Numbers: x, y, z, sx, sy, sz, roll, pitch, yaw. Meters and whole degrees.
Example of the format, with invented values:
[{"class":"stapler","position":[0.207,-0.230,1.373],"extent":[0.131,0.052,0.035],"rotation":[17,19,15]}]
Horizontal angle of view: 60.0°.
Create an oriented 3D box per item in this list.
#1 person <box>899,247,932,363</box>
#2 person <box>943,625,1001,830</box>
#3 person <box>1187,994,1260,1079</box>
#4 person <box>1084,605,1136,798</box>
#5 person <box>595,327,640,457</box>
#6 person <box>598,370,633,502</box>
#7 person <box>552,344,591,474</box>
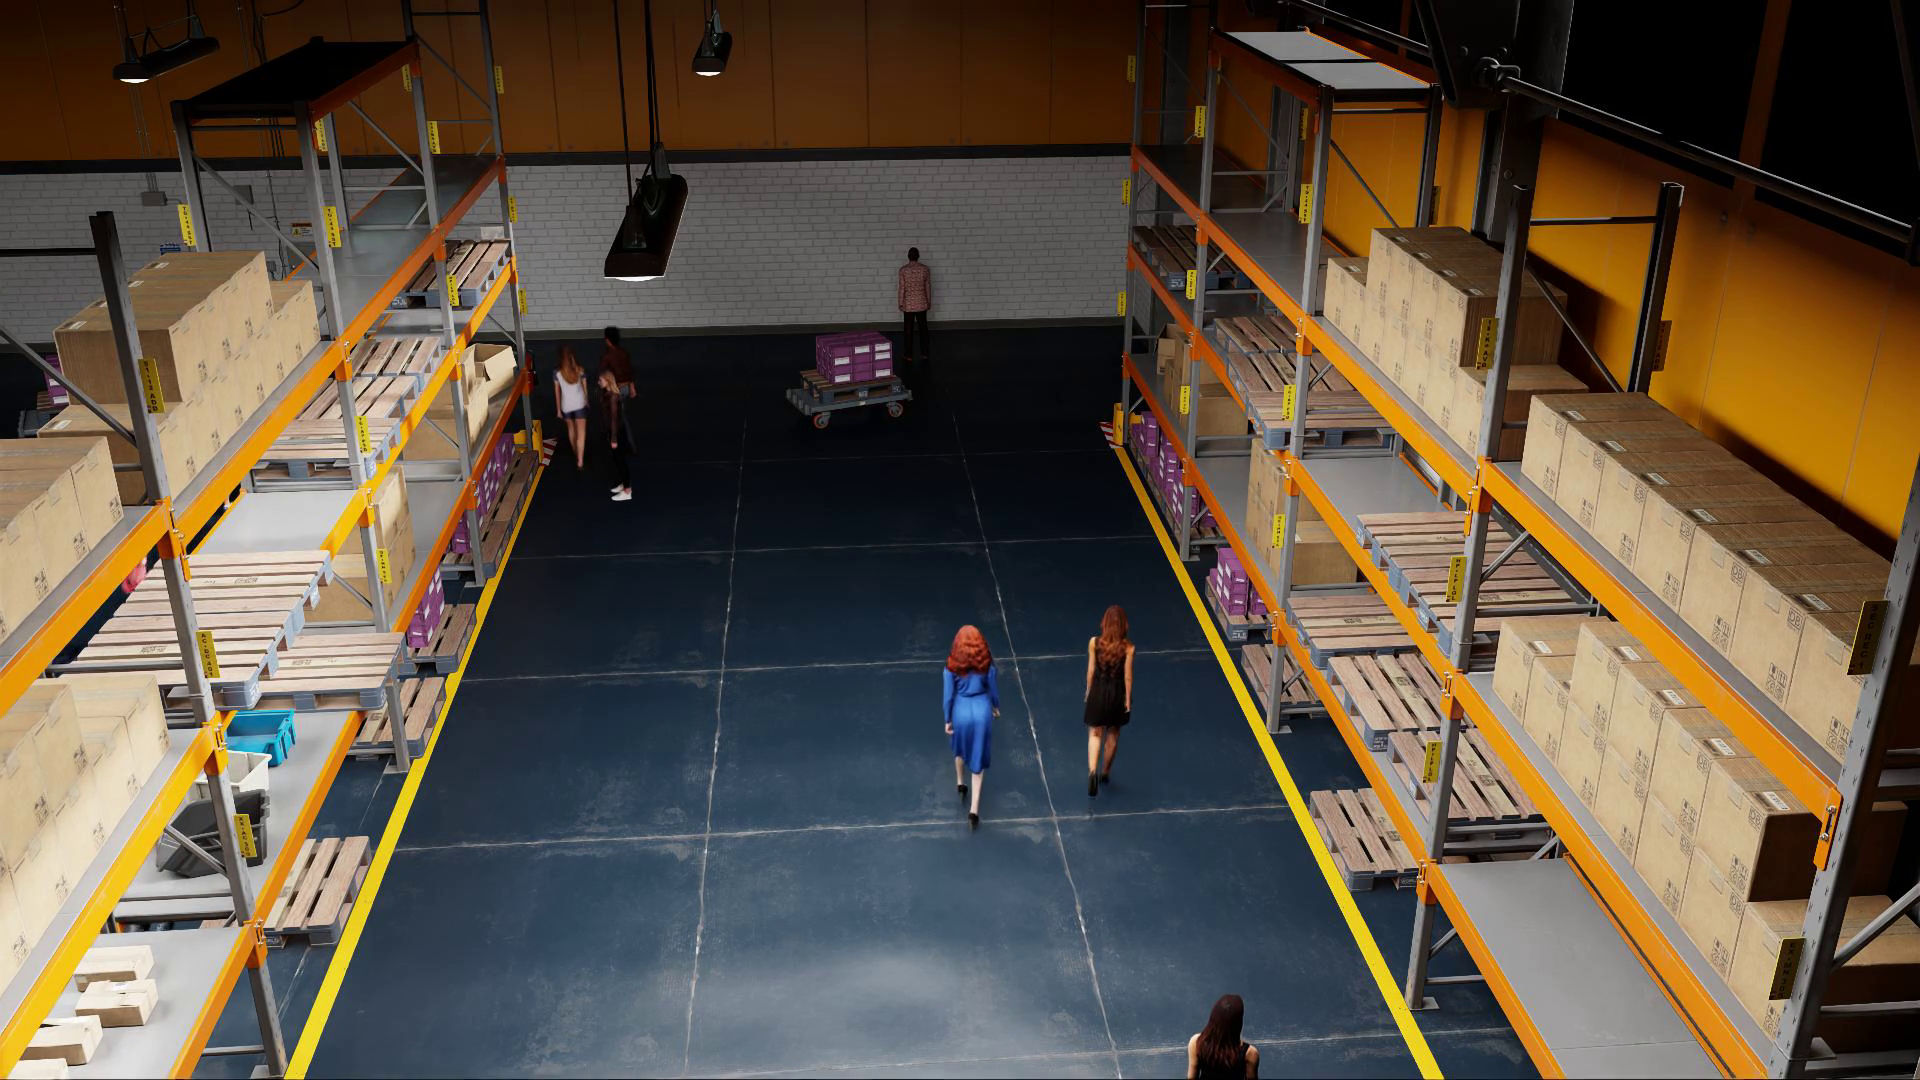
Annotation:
[{"class":"person","position":[-0.710,-3.731,26.288],"extent":[0.718,1.808,0.649],"rotation":[-6,24,-14]},{"class":"person","position":[0.112,1.609,14.089],"extent":[0.715,1.795,0.963],"rotation":[1,24,3]},{"class":"person","position":[1.561,3.451,10.010],"extent":[0.661,1.687,0.654],"rotation":[7,25,15]},{"class":"person","position":[1.264,1.453,14.414],"extent":[0.769,1.820,1.011],"rotation":[5,24,12]},{"class":"person","position":[-4.517,-1.962,22.315],"extent":[1.100,1.749,1.045],"rotation":[18,29,35]},{"class":"person","position":[-4.323,-1.338,20.950],"extent":[0.689,1.700,0.515],"rotation":[-6,24,-14]},{"class":"person","position":[-5.052,-1.692,21.773],"extent":[0.600,1.690,1.073],"rotation":[-2,24,-5]}]
